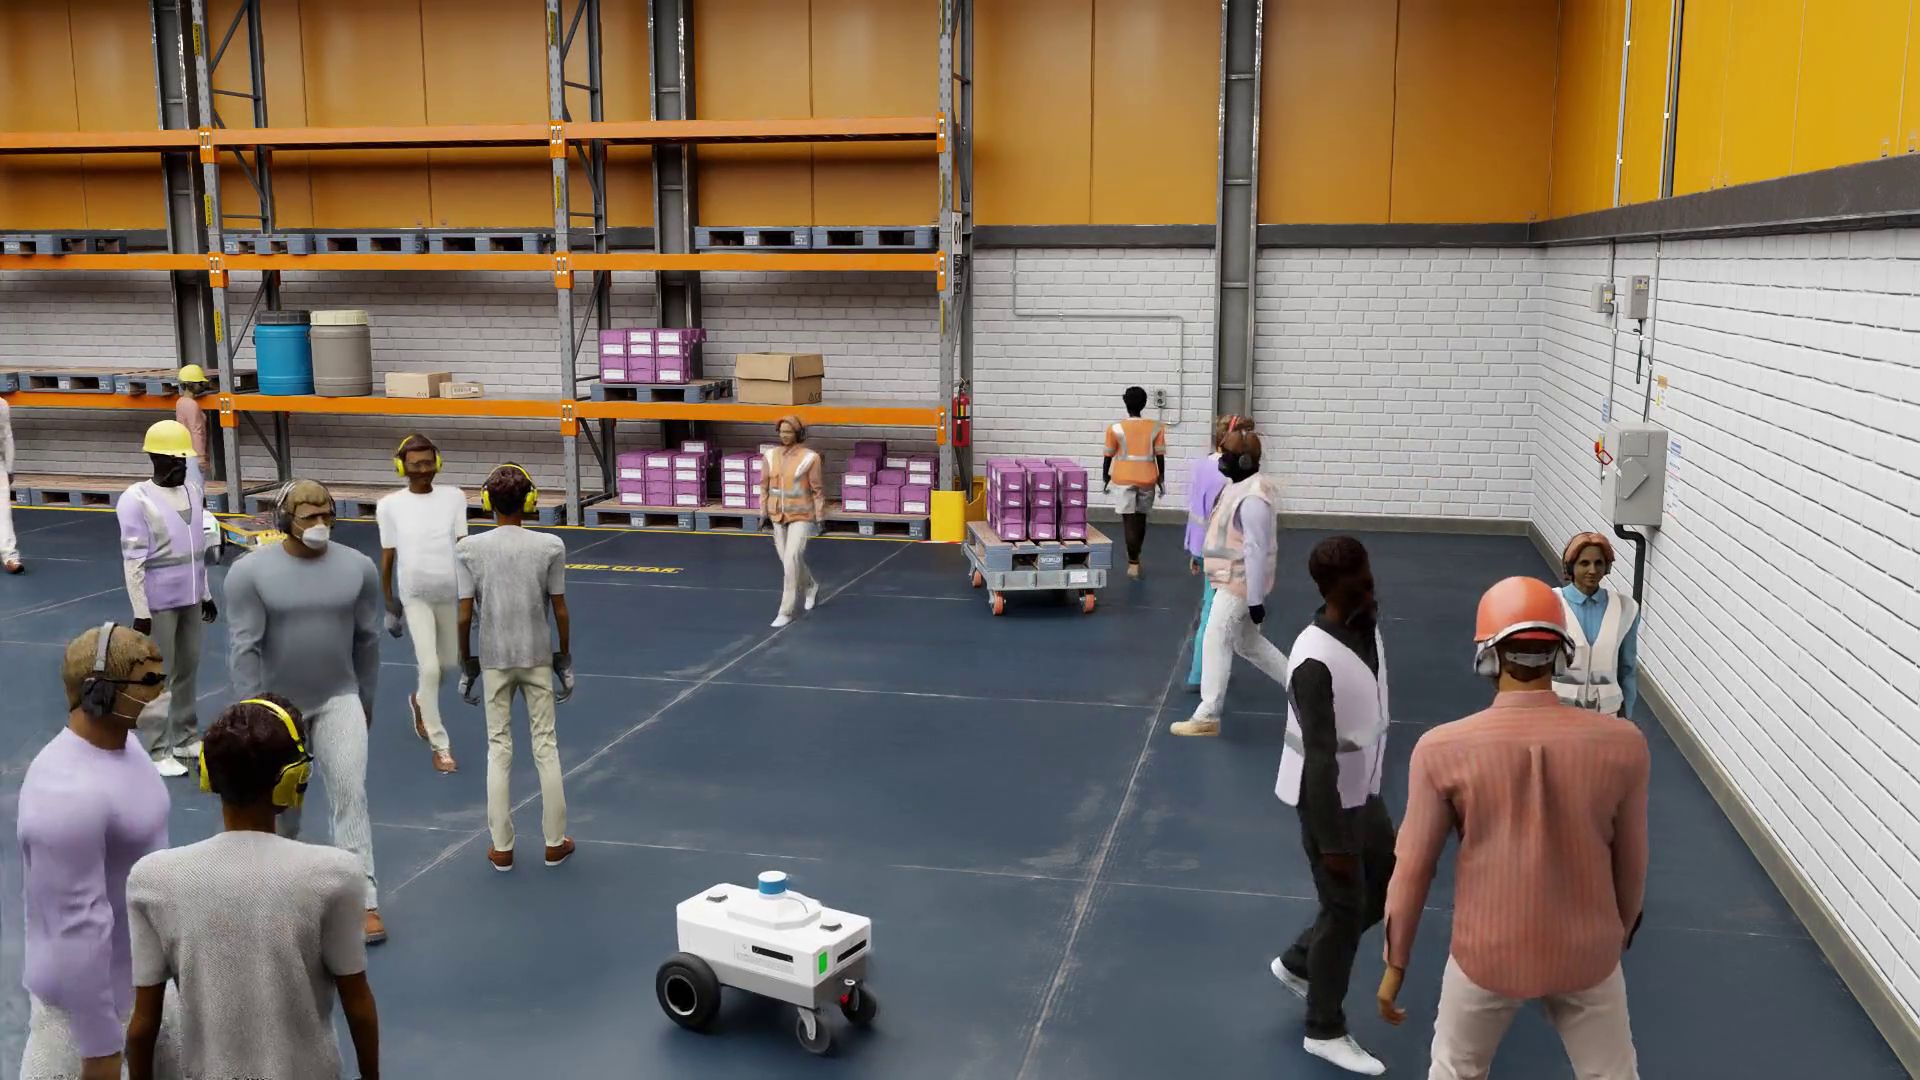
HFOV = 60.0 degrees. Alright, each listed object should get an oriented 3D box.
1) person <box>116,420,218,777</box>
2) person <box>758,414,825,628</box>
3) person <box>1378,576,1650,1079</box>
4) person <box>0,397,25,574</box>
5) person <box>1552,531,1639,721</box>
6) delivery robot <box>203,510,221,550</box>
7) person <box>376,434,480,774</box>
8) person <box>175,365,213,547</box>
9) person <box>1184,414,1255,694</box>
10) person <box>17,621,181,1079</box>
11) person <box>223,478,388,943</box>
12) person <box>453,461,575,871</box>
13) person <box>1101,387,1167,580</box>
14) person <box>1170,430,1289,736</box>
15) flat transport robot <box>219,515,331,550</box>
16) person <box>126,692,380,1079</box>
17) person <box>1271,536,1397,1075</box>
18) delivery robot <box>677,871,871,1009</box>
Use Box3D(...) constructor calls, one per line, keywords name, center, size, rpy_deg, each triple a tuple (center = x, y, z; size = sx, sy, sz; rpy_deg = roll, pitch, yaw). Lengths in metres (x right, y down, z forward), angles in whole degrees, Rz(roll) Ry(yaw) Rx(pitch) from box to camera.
Box3D(name="person", center=(-4.259, 0.307, 9.033), size=(0.385, 1.922, 0.594), rpy_deg=(2, 10, 13))
Box3D(name="person", center=(-1.275, -0.181, 12.860), size=(0.519, 1.610, 0.806), rpy_deg=(5, 11, 26))
Box3D(name="person", center=(1.512, 1.087, 4.330), size=(0.804, 1.967, 0.547), rpy_deg=(2, 10, 9))
Box3D(name="person", center=(-8.596, -0.602, 14.571), size=(0.652, 1.877, 0.831), rpy_deg=(-8, 12, -39))
Box3D(name="person", center=(2.630, 0.771, 7.121), size=(0.512, 1.642, 0.311), rpy_deg=(0, 10, 1))
Box3D(name="delivery robot", center=(-7.038, -0.119, 15.324), size=(0.477, 0.478, 0.707), rpy_deg=(-5, 11, -29))
Box3D(name="person", center=(-2.963, 0.310, 9.251), size=(0.521, 1.848, 0.824), rpy_deg=(-7, 12, -37))
Box3D(name="person", center=(-7.419, -0.814, 16.136), size=(0.331, 1.767, 0.527), rpy_deg=(-7, 12, -38))
Box3D(name="person", center=(1.694, 0.103, 10.546), size=(0.528, 1.814, 0.567), rpy_deg=(-2, 10, -10))
Box3D(name="person", center=(-2.244, 1.137, 4.271), size=(1.060, 1.885, 0.650), rpy_deg=(-2, 10, -11))
Box3D(name="person", center=(-2.732, 0.673, 6.985), size=(0.633, 1.896, 0.997), rpy_deg=(-6, 11, -33))
Box3D(name="person", center=(-2.030, 0.582, 7.598), size=(0.514, 1.861, 0.327), rpy_deg=(-2, 10, -11))
Box3D(name="person", center=(1.506, -0.522, 14.689), size=(0.557, 1.656, 0.819), rpy_deg=(-2, 10, -9))
Box3D(name="person", center=(1.696, 0.254, 9.689), size=(0.834, 1.813, 0.625), rpy_deg=(1, 10, 6))
Box3D(name="flat transport robot", center=(-6.701, -0.067, 16.131), size=(0.652, 0.197, 1.431), rpy_deg=(-8, 13, -41))
Box3D(name="person", center=(-1.556, 1.272, 3.600), size=(0.610, 1.860, 0.405), rpy_deg=(-1, 10, -8))
Box3D(name="person", center=(1.268, 0.896, 5.709), size=(0.471, 1.885, 0.693), rpy_deg=(6, 11, 30))
Box3D(name="delivery robot", center=(-0.677, 1.448, 6.044), size=(0.707, 0.478, 0.477), rpy_deg=(6, 11, 30))
